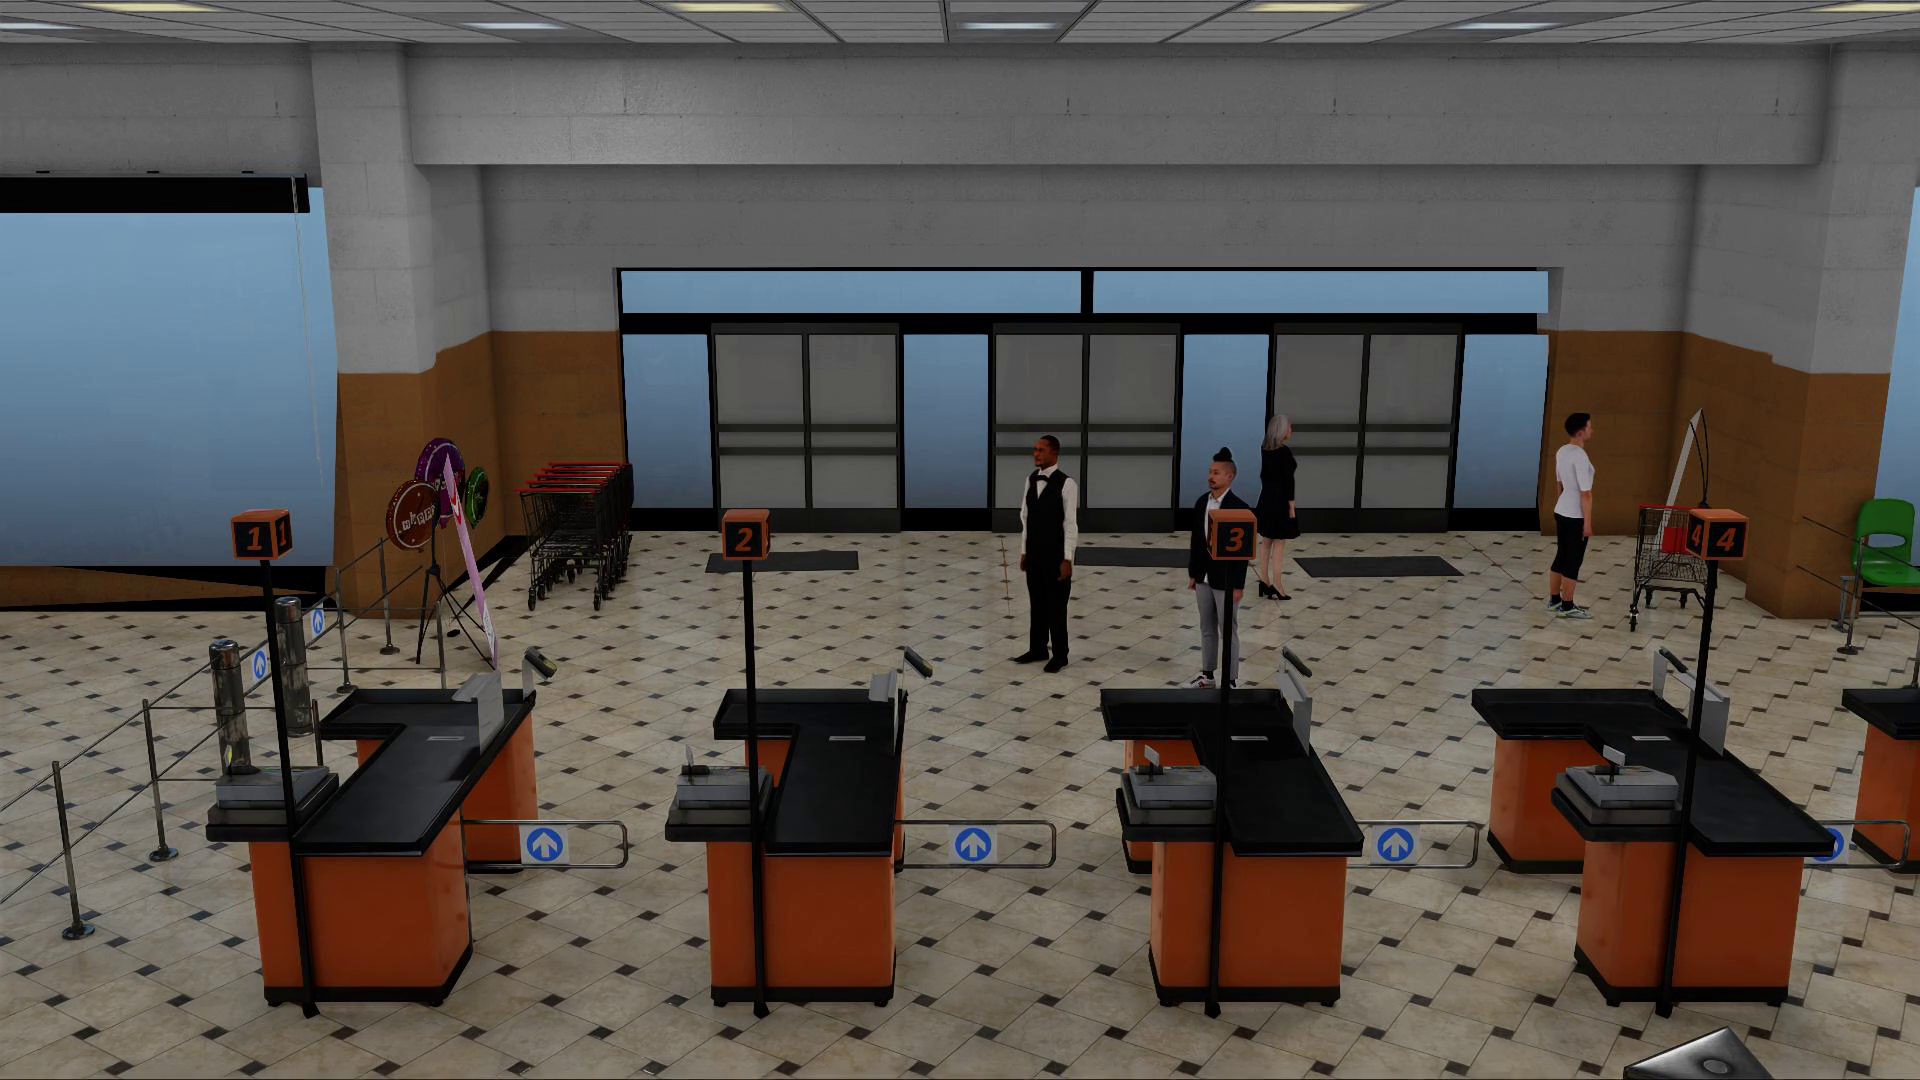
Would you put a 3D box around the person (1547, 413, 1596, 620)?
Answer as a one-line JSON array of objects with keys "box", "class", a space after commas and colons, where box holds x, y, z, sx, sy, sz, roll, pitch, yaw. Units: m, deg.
[{"box": [5.510, -0.232, 14.971, 0.745, 1.852, 0.535, -1, 14, -6], "class": "person"}]

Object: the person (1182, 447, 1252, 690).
[{"box": [1.997, 0.251, 12.771, 0.857, 1.950, 0.755, -10, 17, -36], "class": "person"}]

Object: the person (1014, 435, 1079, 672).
[{"box": [0.720, 0.093, 13.489, 0.770, 1.918, 0.826, 13, 19, 43], "class": "person"}]

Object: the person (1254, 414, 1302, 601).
[{"box": [2.966, -0.315, 15.535, 0.755, 1.746, 0.647, -7, 15, -26], "class": "person"}]
